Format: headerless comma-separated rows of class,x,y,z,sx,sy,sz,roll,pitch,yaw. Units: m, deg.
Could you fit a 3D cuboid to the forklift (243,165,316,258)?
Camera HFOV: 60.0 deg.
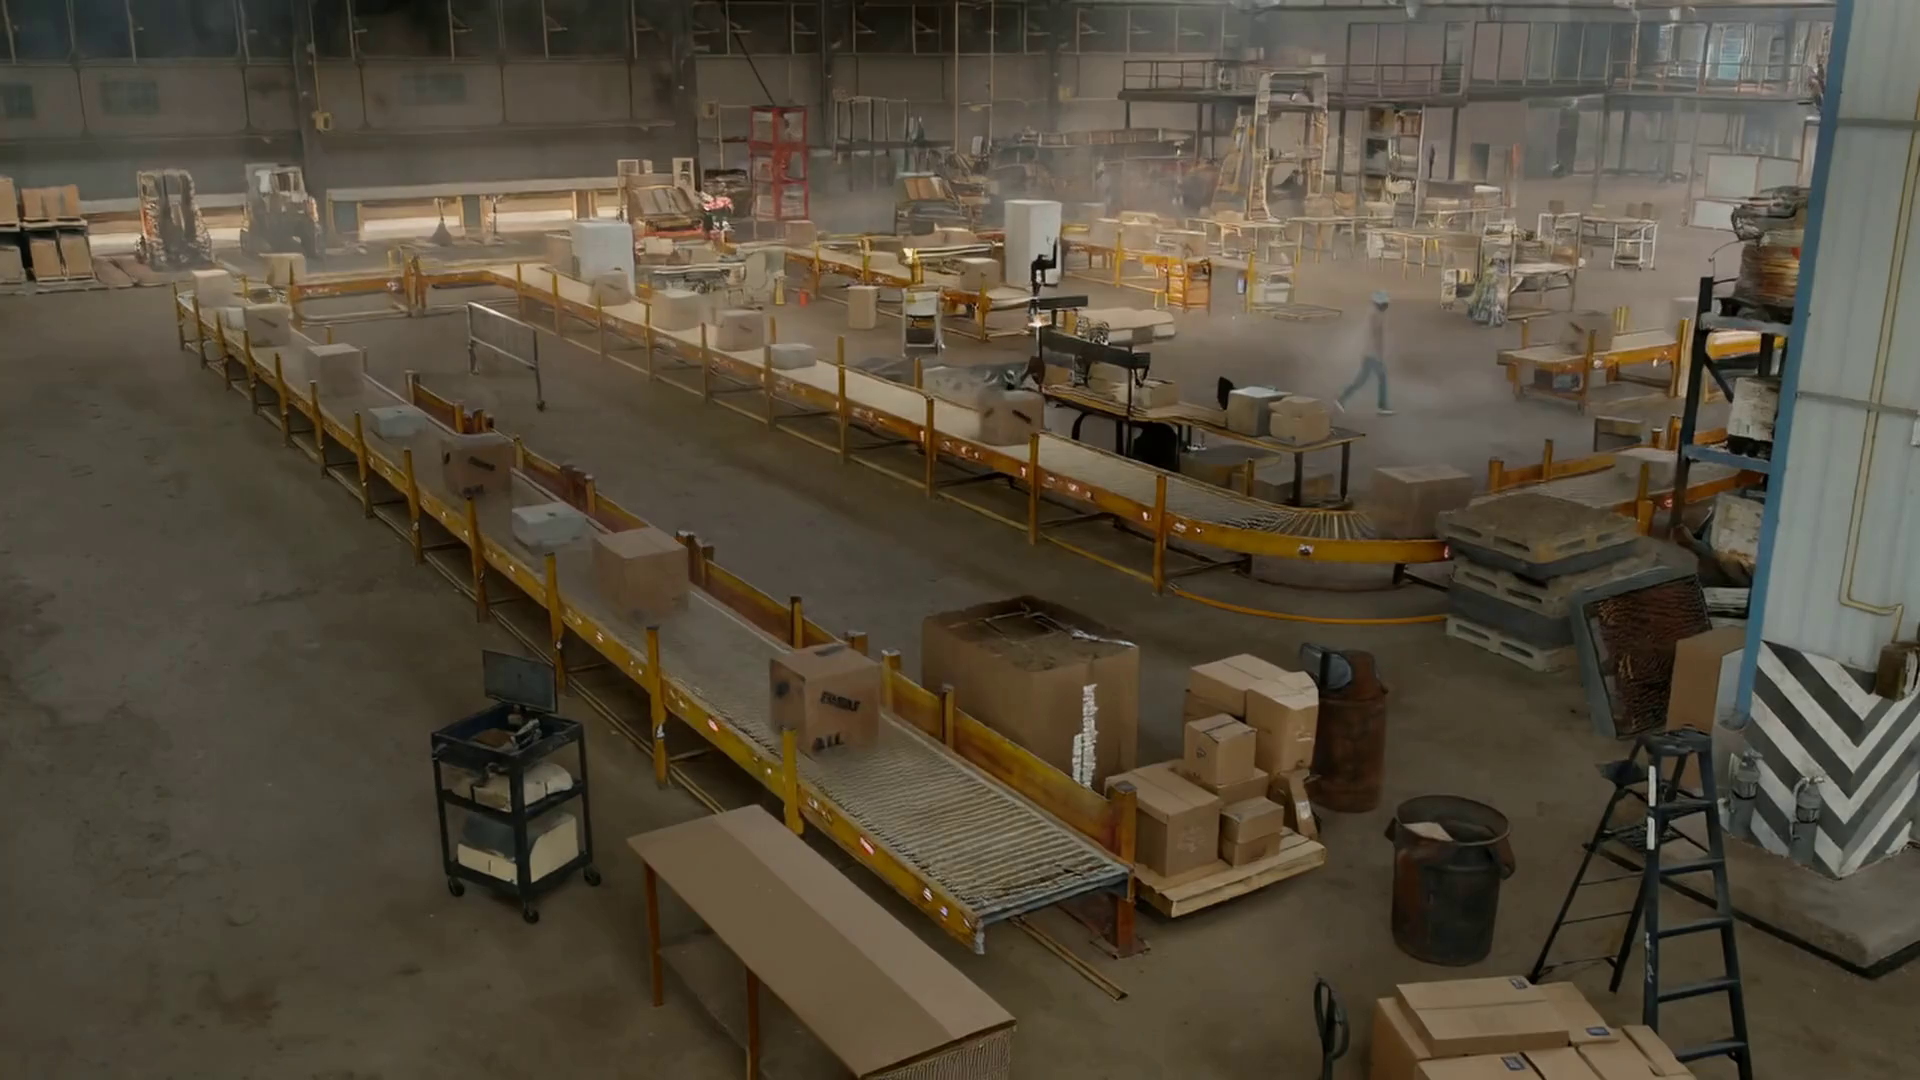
forklift,-15.898,-7.669,38.708,1.157,1.987,2.680,-11,20,-33

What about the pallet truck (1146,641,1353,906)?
pallet truck,1.664,1.407,10.232,1.630,1.274,0.653,-10,20,-31

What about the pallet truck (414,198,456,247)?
pallet truck,-13.250,-8.060,41.856,0.680,1.201,1.601,-10,20,-31

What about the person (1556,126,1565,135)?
person,25.993,-17.418,71.855,0.665,1.869,0.916,12,21,36

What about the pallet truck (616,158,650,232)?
pallet truck,-8.918,-9.176,44.255,0.823,1.965,1.885,-9,19,-27

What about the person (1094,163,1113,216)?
person,3.689,-8.675,42.666,1.099,1.949,0.680,-3,17,-10

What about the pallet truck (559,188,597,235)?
pallet truck,-10.010,-8.652,43.699,0.653,1.274,1.630,-10,20,-31

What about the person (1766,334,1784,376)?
person,10.769,-2.280,21.824,0.447,1.686,0.548,-9,19,-27

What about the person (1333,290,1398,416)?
person,5.569,-2.555,22.663,0.801,1.734,0.522,8,19,26

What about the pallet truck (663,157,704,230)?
pallet truck,-7.586,-9.308,44.692,0.823,1.965,1.885,-11,20,-33

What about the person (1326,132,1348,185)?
person,13.361,-13.463,58.767,0.584,1.858,0.780,-12,20,-34

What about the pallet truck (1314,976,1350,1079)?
pallet truck,2.299,2.390,7.086,1.601,1.201,0.680,-2,17,-7

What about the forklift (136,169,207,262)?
forklift,-17.842,-7.318,37.559,1.157,1.987,2.680,-10,20,-31

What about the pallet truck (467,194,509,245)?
pallet truck,-11.983,-8.177,42.137,0.704,1.261,1.522,-11,20,-33
